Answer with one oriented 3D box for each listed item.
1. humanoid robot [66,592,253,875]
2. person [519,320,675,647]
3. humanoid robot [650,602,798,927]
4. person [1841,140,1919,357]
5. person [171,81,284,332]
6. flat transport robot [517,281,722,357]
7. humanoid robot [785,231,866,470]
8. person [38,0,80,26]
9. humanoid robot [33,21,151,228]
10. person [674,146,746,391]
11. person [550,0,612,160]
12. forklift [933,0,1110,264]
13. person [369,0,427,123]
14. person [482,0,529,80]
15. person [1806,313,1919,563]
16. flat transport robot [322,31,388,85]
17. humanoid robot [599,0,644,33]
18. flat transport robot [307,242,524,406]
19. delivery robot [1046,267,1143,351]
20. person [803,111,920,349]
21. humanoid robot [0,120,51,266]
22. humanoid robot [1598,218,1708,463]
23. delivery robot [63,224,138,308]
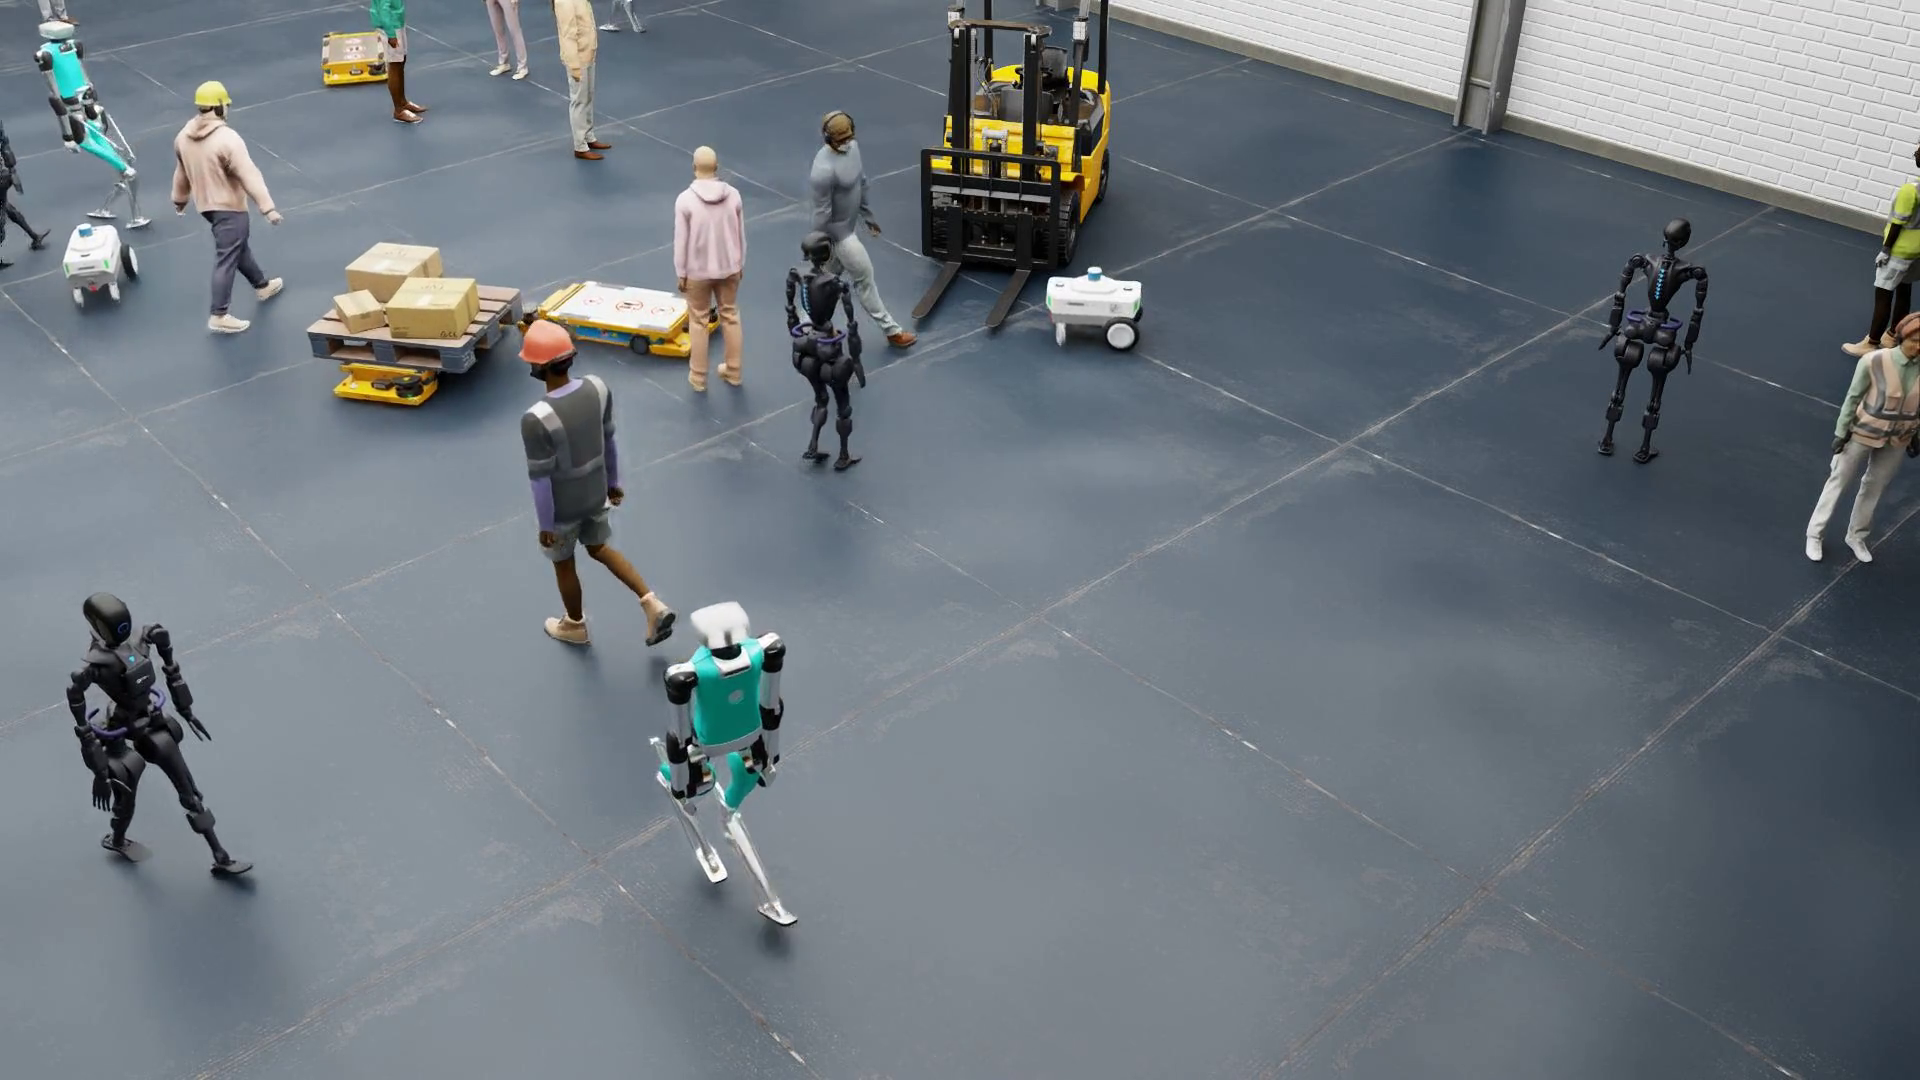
[{"bbox_3d":[-3.742,0.889,7.560,0.820,1.622,0.593,15,36,21],"label":"humanoid robot"},{"bbox_3d":[-2.004,-0.223,8.924,0.776,2.020,0.612,18,37,25],"label":"person"},{"bbox_3d":[-1.093,0.931,7.375,0.541,1.727,0.962,-19,38,-27],"label":"humanoid robot"},{"bbox_3d":[6.903,-2.134,12.149,0.534,1.693,0.319,-19,38,-27],"label":"person"},{"bbox_3d":[-5.629,-2.550,12.686,0.884,1.810,0.920,15,36,21],"label":"person"},{"bbox_3d":[-2.612,-1.710,12.801,1.431,0.231,0.659,10,34,15],"label":"flat transport robot"},{"bbox_3d":[-0.879,-1.220,10.757,0.597,1.652,0.325,19,38,27],"label":"humanoid robot"},{"bbox_3d":[-10.647,-6.750,19.276,0.312,1.651,0.470,7,34,10],"label":"person"},{"bbox_3d":[-7.331,-3.522,14.276,0.901,1.782,0.568,6,33,9],"label":"humanoid robot"},{"bbox_3d":[-1.739,-1.880,11.687,0.535,1.775,0.433,-17,37,-25],"label":"person"},{"bbox_3d":[-3.602,-4.553,15.700,0.390,1.874,0.566,3,33,5],"label":"person"},{"bbox_3d":[0.570,-3.725,14.138,1.214,2.155,2.313,9,34,13],"label":"forklift"},{"bbox_3d":[-5.680,-5.121,16.597,0.377,1.847,0.506,-3,33,-5],"label":"person"},{"bbox_3d":[-4.917,-5.815,17.745,0.520,1.762,0.324,18,37,25],"label":"person"},{"bbox_3d":[5.429,-0.599,9.837,0.519,1.636,0.310,2,33,3],"label":"person"},{"bbox_3d":[-6.684,-5.341,18.382,0.659,0.231,1.431,-9,34,-14],"label":"flat transport robot"},{"bbox_3d":[-4.014,-6.667,19.182,0.722,1.908,0.550,15,36,21],"label":"humanoid robot"},{"bbox_3d":[-3.989,-1.423,12.360,0.659,0.231,1.431,7,34,11],"label":"flat transport robot"},{"bbox_3d":[1.039,-1.770,12.633,0.768,0.597,0.524,4,33,7],"label":"delivery robot"},{"bbox_3d":[-0.781,-2.236,12.135,0.933,1.870,0.628,4,33,6],"label":"person"},{"bbox_3d":[-7.934,-3.079,13.645,0.613,1.619,0.739,15,36,22],"label":"humanoid robot"},{"bbox_3d":[4.511,-1.316,10.892,0.599,1.657,0.315,19,38,27],"label":"humanoid robot"},{"bbox_3d":[-6.954,-2.242,13.366,0.499,0.604,0.808,-10,34,-15],"label":"delivery robot"}]
